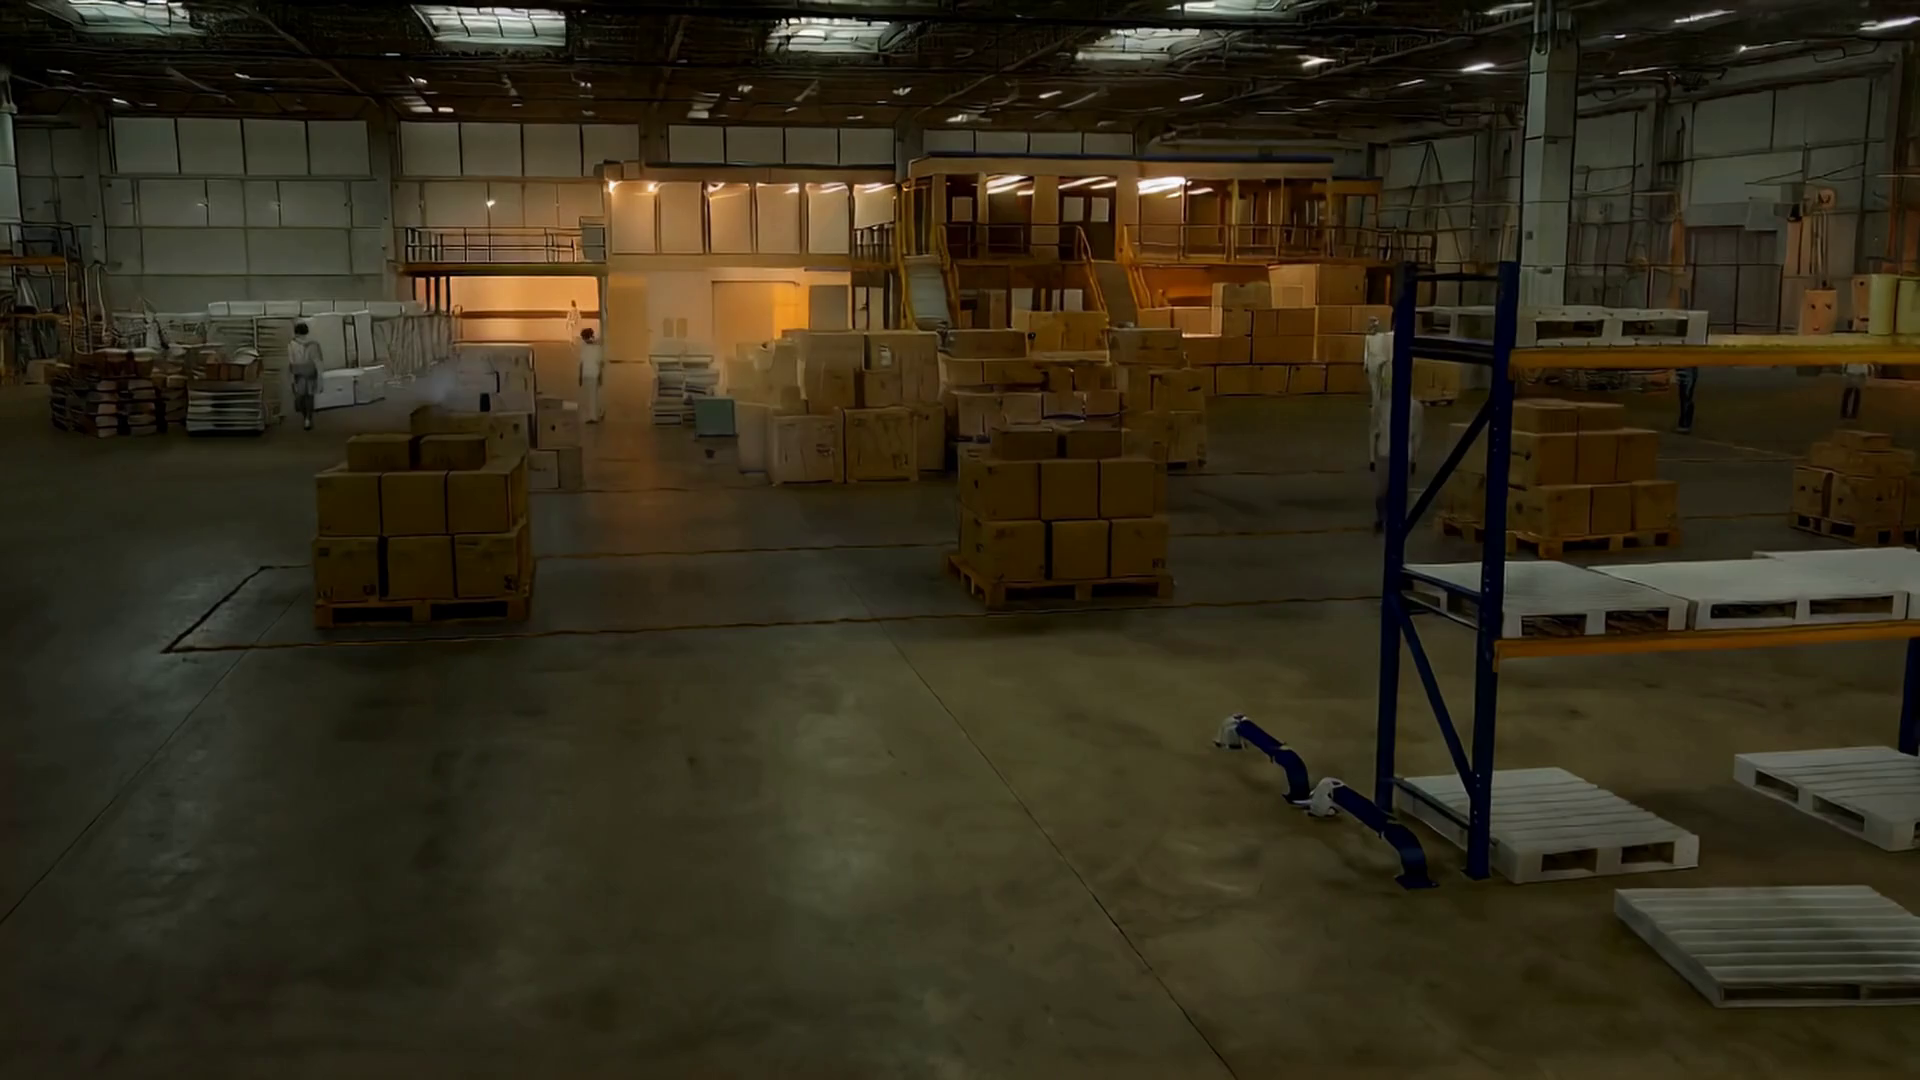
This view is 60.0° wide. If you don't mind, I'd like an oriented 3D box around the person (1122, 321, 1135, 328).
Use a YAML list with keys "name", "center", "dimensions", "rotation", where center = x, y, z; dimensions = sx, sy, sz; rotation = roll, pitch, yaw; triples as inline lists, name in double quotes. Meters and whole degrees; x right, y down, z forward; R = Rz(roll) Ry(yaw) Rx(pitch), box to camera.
- name: "person"
  center: [3.198, -3.149, 31.509]
  dimensions: [0.623, 1.992, 0.396]
  rotation: [-7, 12, -38]

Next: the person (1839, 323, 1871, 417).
- name: "person"
  center: [17.823, -3.364, 33.154]
  dimensions: [0.566, 1.906, 0.847]
  rotation: [6, 11, 34]

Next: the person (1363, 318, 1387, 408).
- name: "person"
  center: [8.840, -3.757, 35.445]
  dimensions: [0.585, 1.921, 0.383]
  rotation: [-8, 12, -39]

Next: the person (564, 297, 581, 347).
- name: "person"
  center: [-14.597, -8.200, 62.658]
  dimensions: [0.606, 1.874, 0.551]
  rotation: [-2, 10, -11]

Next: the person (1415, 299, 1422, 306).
- name: "person"
  center: [15.201, -7.033, 55.331]
  dimensions: [0.628, 1.939, 1.014]
  rotation: [7, 11, 35]

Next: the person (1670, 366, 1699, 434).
- name: "person"
  center: [13.102, -2.877, 30.031]
  dimensions: [0.411, 1.937, 0.604]
  rotation: [2, 10, 14]

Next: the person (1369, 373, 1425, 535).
- name: "person"
  center: [4.797, -0.937, 18.290]
  dimensions: [0.582, 1.909, 0.437]
  rotation: [1, 9, 9]

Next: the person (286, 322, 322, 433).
- name: "person"
  center: [-11.970, -2.984, 30.419]
  dimensions: [0.621, 2.025, 0.733]
  rotation: [-2, 10, -12]

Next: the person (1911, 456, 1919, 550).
- name: "person"
  center: [8.719, -0.255, 14.668]
  dimensions: [0.533, 1.734, 0.818]
  rotation: [-2, 10, -14]

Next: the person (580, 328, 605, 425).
- name: "person"
  center: [-7.042, -3.114, 31.729]
  dimensions: [0.557, 1.851, 0.402]
  rotation: [5, 11, 30]
